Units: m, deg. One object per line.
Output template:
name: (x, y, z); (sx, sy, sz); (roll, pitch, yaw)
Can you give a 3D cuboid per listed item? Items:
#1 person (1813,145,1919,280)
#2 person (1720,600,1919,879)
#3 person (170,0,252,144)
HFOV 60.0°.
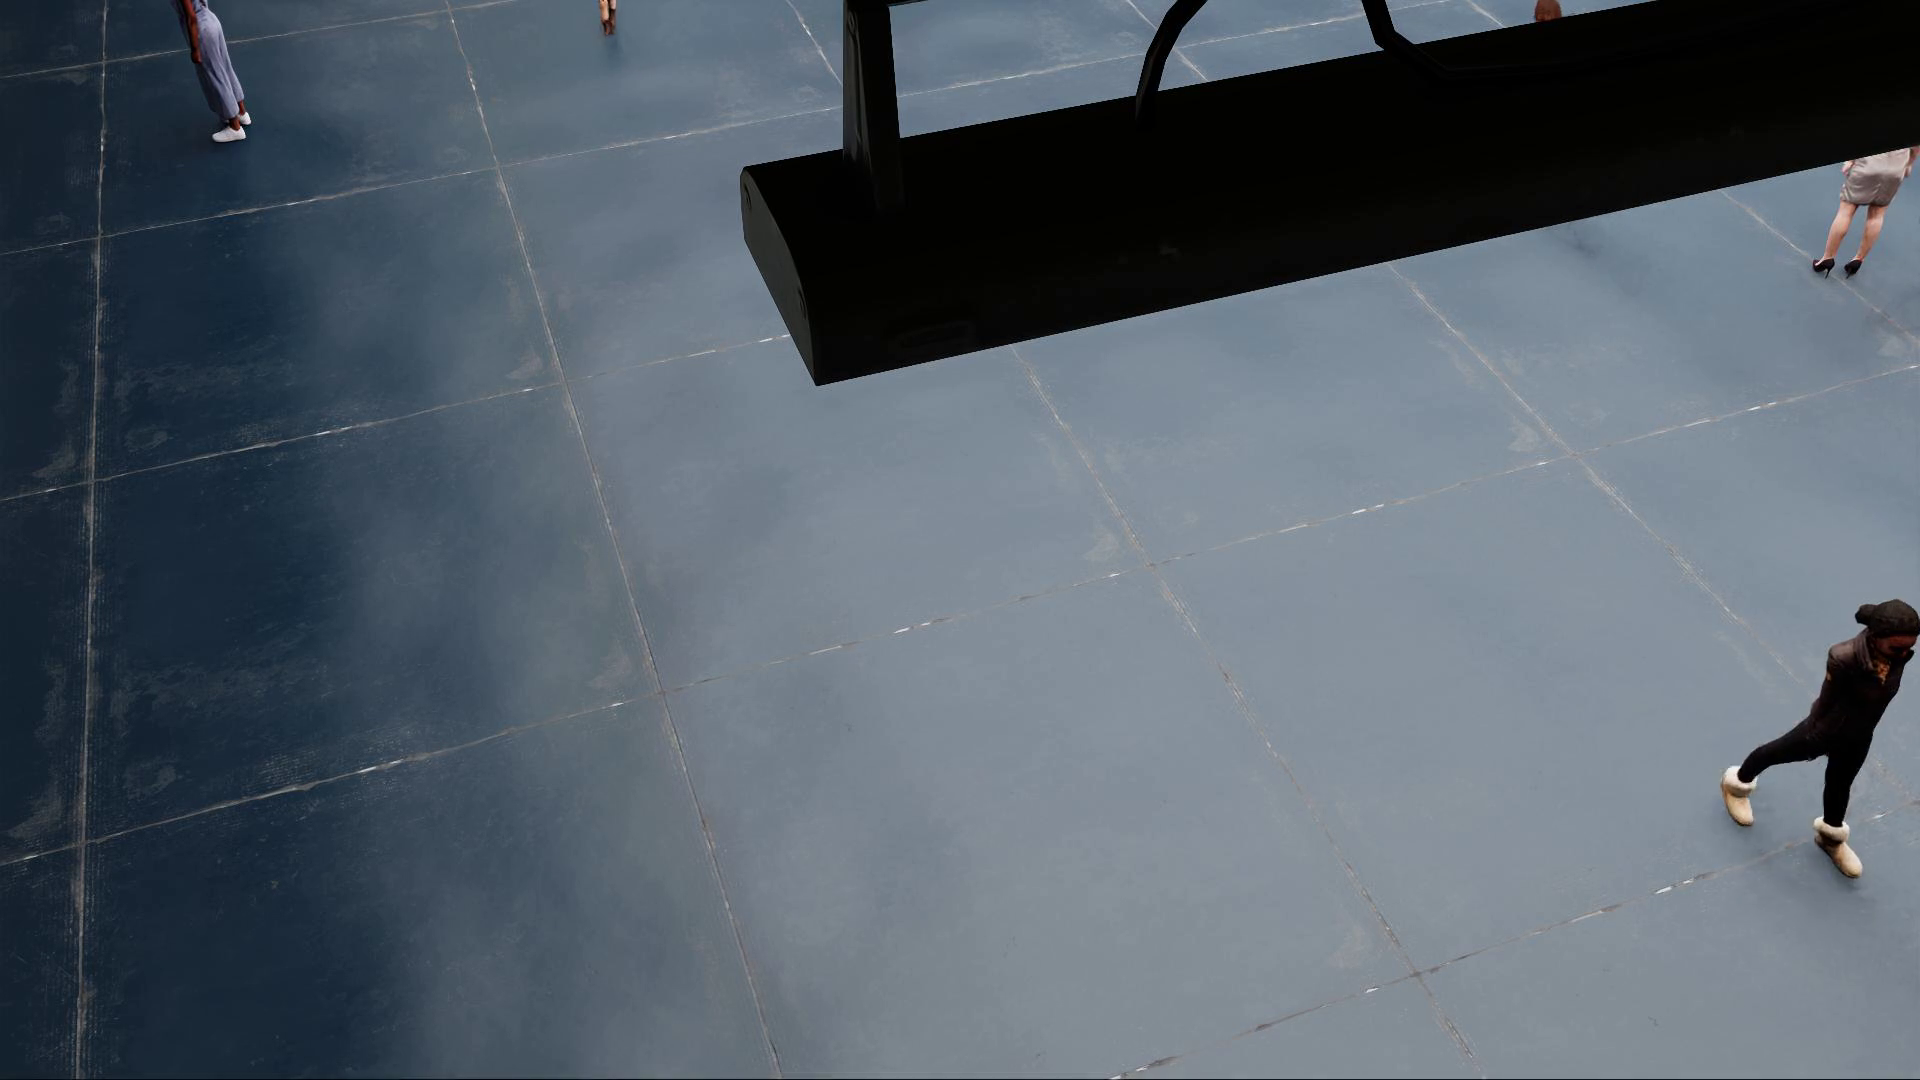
person: (6.447, -2.610, 11.667); (0.662, 1.747, 0.667); (7, 43, 7)
person: (4.238, 0.989, 7.884); (0.936, 1.649, 0.603); (-14, 45, -14)
person: (-5.994, -4.004, 13.197); (0.682, 1.696, 0.546); (-3, 43, -4)
